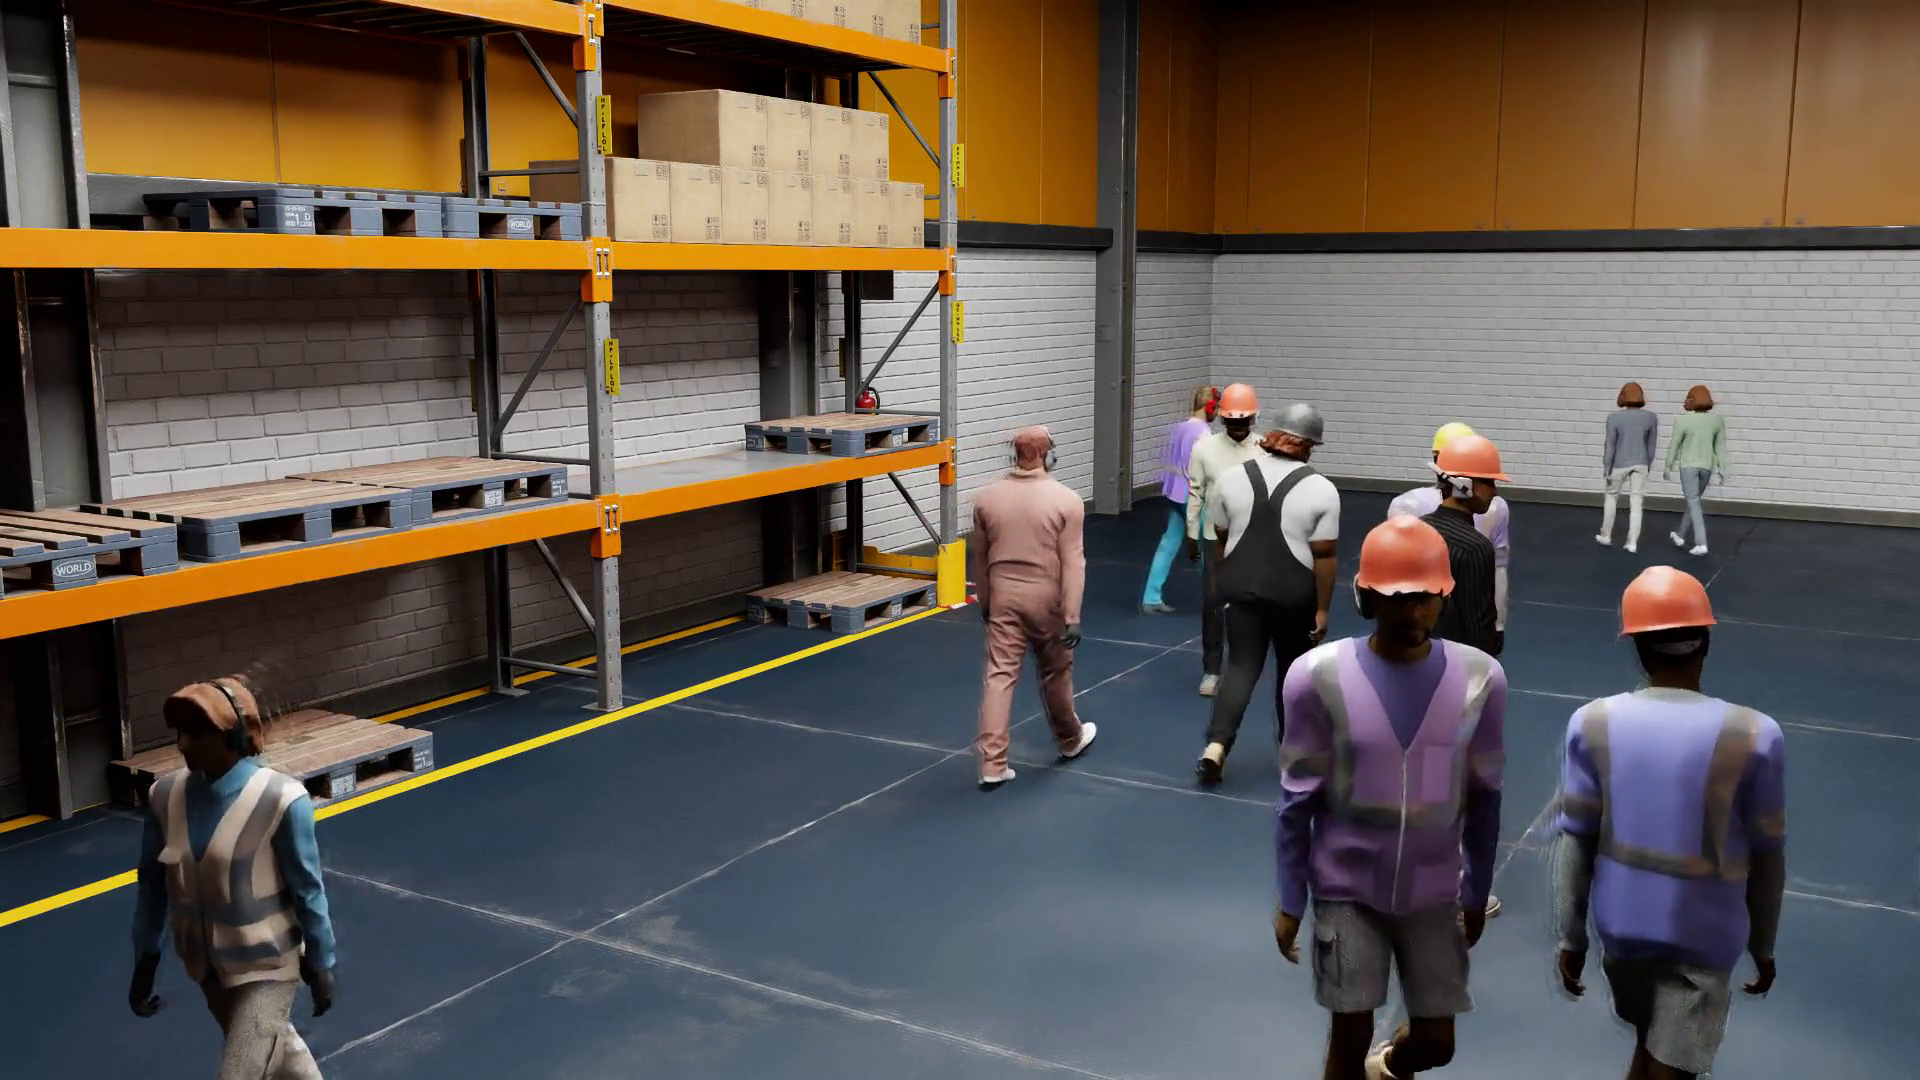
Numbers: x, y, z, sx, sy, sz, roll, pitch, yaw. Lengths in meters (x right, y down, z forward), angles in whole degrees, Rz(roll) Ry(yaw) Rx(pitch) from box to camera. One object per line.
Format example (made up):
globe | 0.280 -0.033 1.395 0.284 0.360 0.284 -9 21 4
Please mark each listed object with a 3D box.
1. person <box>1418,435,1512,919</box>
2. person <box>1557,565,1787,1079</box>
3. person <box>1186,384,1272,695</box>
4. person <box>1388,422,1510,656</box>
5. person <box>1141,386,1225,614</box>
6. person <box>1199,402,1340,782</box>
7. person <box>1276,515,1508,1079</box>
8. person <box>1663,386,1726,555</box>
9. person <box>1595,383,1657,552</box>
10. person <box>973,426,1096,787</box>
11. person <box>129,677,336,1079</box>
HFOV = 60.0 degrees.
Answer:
person | 2.035 0.557 6.898 0.392 1.988 0.623 -2 9 -15
person | 1.792 1.025 4.325 0.542 1.901 0.920 8 12 42
person | 1.741 0.003 10.439 0.650 1.955 0.774 2 9 10
person | 2.419 0.366 8.353 0.606 1.904 0.453 1 9 7
person | 1.871 -0.294 12.867 1.001 1.773 0.616 -3 9 -16
person | 1.618 0.251 8.654 0.698 2.000 0.889 5 10 29
person | 1.161 0.918 4.557 0.616 2.028 0.563 0 9 2
person | 6.999 -0.671 15.839 0.523 1.592 0.868 -1 9 -6
person | 6.408 -0.713 16.022 0.514 1.602 0.729 1 9 4
person | 0.395 0.326 8.762 0.674 1.851 0.999 5 10 28
person | -1.960 1.146 4.458 0.531 1.583 0.884 3 10 20
